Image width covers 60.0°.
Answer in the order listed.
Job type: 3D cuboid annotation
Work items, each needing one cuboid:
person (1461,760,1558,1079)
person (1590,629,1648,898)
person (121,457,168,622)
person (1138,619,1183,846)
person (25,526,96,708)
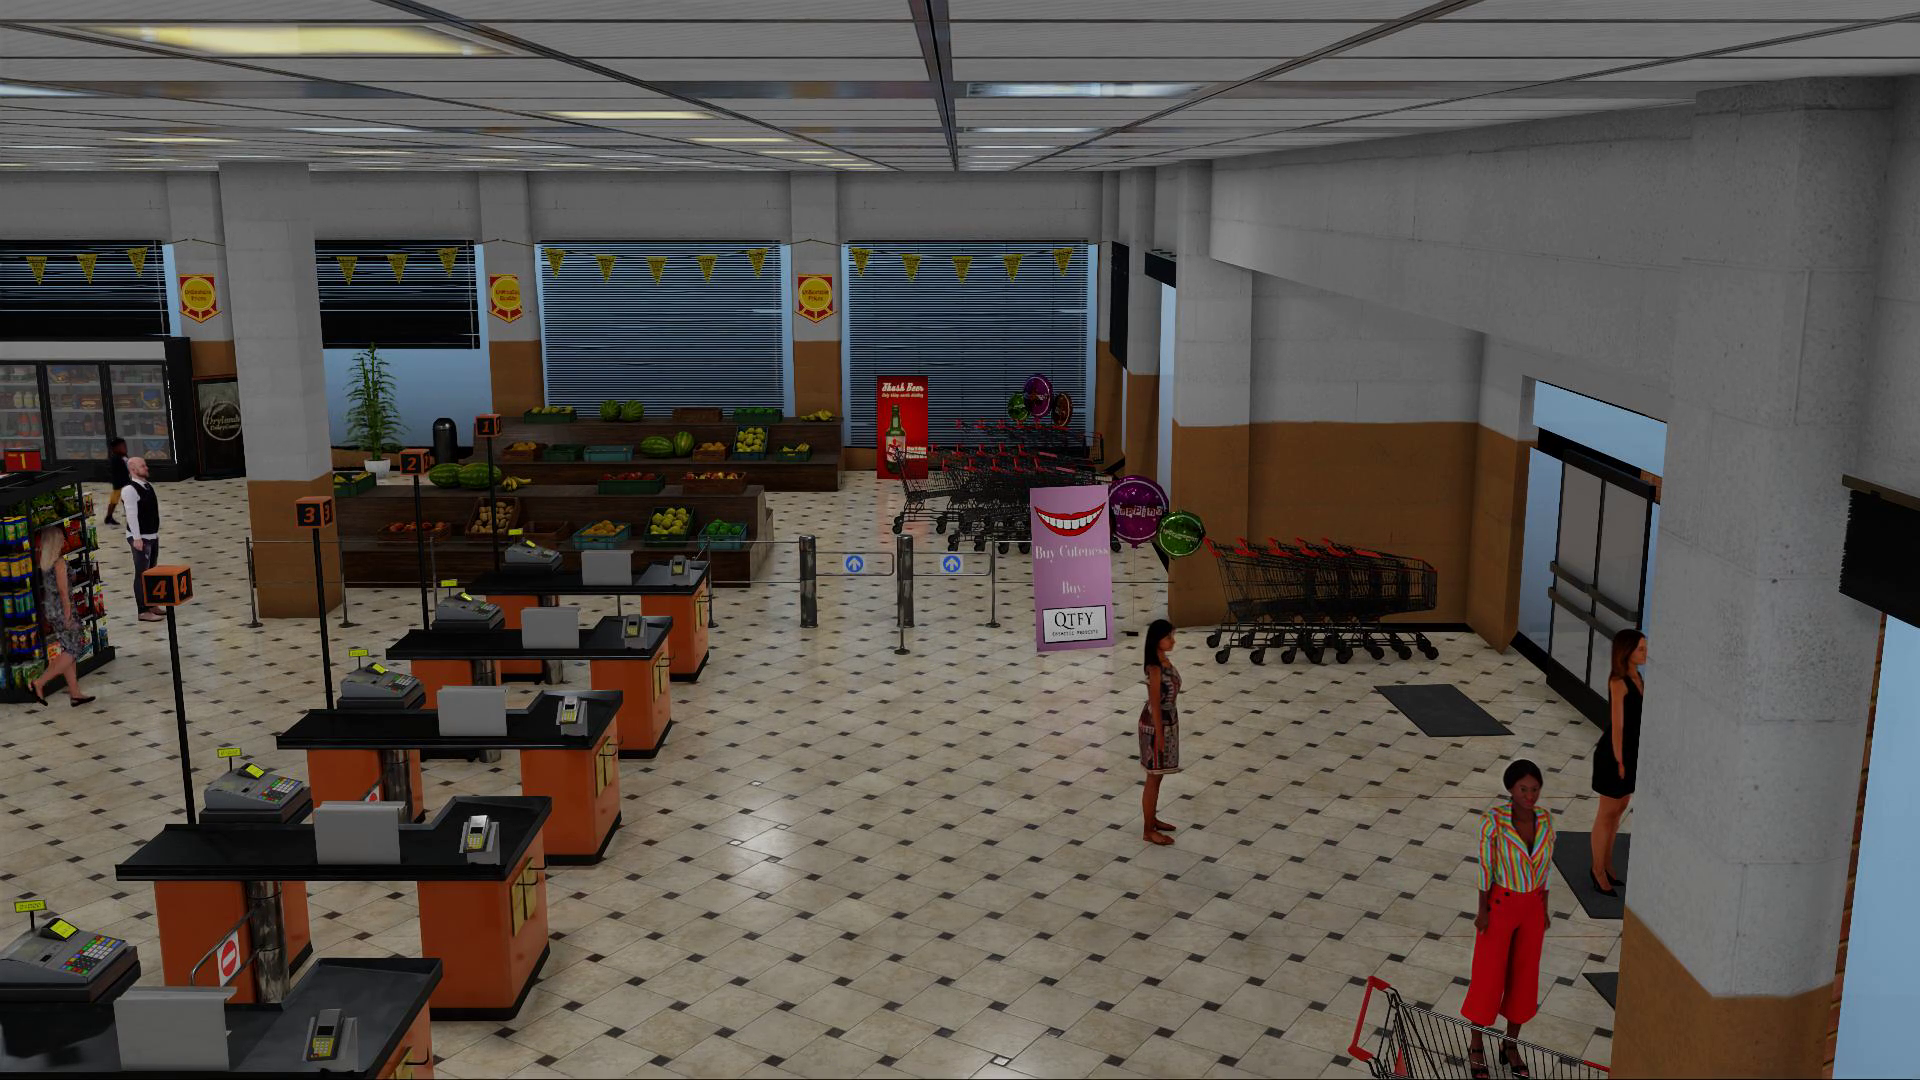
[{"bbox_3d":[2.934,2.019,8.836,0.511,1.792,0.686,-2,12,-8],"label":"person"},{"bbox_3d":[4.450,1.494,11.226,0.713,1.834,0.672,10,15,38],"label":"person"},{"bbox_3d":[-9.059,-0.024,18.461,0.620,1.823,0.712,-1,12,-7],"label":"person"},{"bbox_3d":[1.451,1.385,12.209,0.603,1.643,0.693,3,12,12],"label":"person"},{"bbox_3d":[-8.314,0.733,15.218,0.886,1.679,0.923,11,16,43],"label":"person"}]
